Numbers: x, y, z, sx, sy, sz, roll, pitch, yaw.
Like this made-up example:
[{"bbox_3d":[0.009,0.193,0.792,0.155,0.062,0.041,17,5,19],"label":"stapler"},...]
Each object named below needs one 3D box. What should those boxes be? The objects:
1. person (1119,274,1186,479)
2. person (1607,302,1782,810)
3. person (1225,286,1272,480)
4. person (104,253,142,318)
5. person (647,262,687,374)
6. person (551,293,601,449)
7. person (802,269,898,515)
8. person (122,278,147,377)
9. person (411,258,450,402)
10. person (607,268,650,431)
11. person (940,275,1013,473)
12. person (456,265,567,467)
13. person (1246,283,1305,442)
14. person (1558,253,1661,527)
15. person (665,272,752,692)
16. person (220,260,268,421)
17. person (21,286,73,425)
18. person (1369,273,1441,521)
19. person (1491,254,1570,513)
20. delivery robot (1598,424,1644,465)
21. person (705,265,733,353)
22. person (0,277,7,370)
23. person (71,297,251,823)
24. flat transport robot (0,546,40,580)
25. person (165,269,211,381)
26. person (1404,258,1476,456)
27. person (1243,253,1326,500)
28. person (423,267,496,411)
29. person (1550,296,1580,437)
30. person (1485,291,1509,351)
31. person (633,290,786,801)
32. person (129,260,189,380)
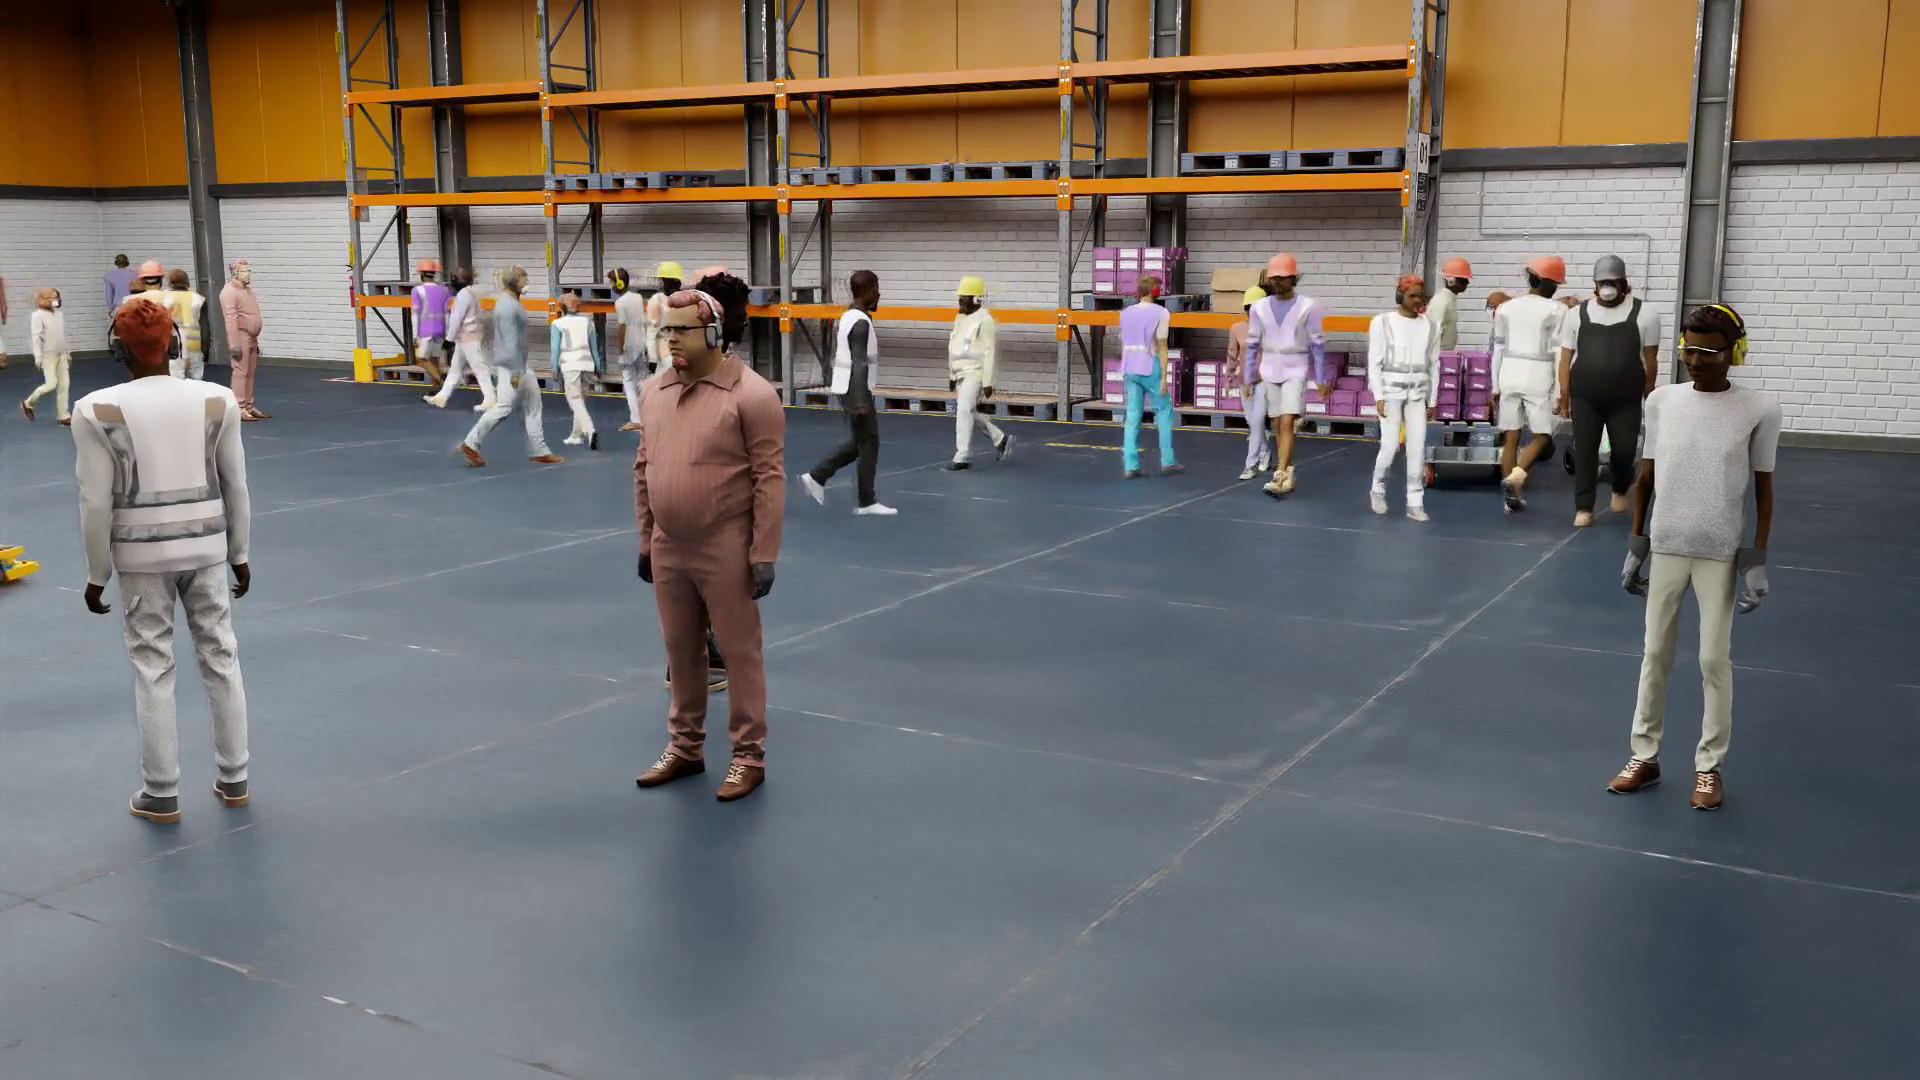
[{"bbox_3d":[1.731,-1.469,14.938,0.806,1.809,0.580,-10,14,-43],"label":"person"},{"bbox_3d":[2.721,0.062,6.149,0.520,1.865,0.328,8,13,39],"label":"person"},{"bbox_3d":[2.700,-1.436,15.021,0.532,1.727,0.871,6,12,31],"label":"person"},{"bbox_3d":[-14.886,-4.133,29.683,0.627,1.941,0.371,-5,11,-26],"label":"person"},{"bbox_3d":[-2.981,-1.964,17.520,0.757,1.901,0.604,3,10,17],"label":"person"},{"bbox_3d":[-3.905,-1.739,17.096,0.777,1.601,0.556,9,14,43],"label":"person"},{"bbox_3d":[-0.840,-1.121,12.755,0.632,1.899,0.593,-1,10,-8],"label":"person"},{"bbox_3d":[-12.482,-3.196,25.348,0.521,1.582,0.874,-8,13,-38],"label":"person"},{"bbox_3d":[-6.899,-2.730,21.800,0.651,1.919,0.552,8,13,38],"label":"person"},{"bbox_3d":[-3.571,-2.107,18.505,0.600,1.834,0.608,4,11,19],"label":"person"},{"bbox_3d":[0.164,-1.529,15.331,0.746,1.805,0.589,-4,11,-23],"label":"person"},{"bbox_3d":[-4.251,-1.620,15.576,0.954,1.909,0.642,-2,10,-9],"label":"person"},{"bbox_3d":[3.324,-1.848,17.444,0.527,1.683,0.552,2,10,12],"label":"person"},{"bbox_3d":[4.760,-1.109,12.275,0.694,2.000,0.599,5,11,26],"label":"person"},{"bbox_3d":[-1.159,-0.274,7.819,0.402,1.953,0.617,2,10,11],"label":"person"},{"bbox_3d":[-8.517,-2.368,19.799,0.402,1.903,0.695,-1,10,-5],"label":"person"},{"bbox_3d":[-10.505,-2.108,19.148,0.567,1.614,0.501,2,10,9],"label":"person"},{"bbox_3d":[3.363,-1.083,12.649,0.591,1.874,0.450,-1,10,-8],"label":"person"},{"bbox_3d":[4.307,-1.169,12.697,0.638,2.013,0.621,9,13,40],"label":"person"},{"bbox_3d":[5.790,-0.868,14.847,0.477,0.478,0.707,-1,10,-6],"label":"delivery robot"},{"bbox_3d":[-2.281,-1.534,15.080,0.861,1.909,0.552,-2,10,-12],"label":"person"},{"bbox_3d":[-15.927,-3.710,27.176,0.550,1.975,0.627,9,14,43],"label":"person"},{"bbox_3d":[-2.851,0.076,6.000,0.573,1.887,0.354,-9,13,-40],"label":"person"},{"bbox_3d":[-6.173,0.219,9.761,0.652,0.197,1.431,1,10,6],"label":"flat transport robot"},{"bbox_3d":[-9.097,-2.256,19.455,0.633,1.791,0.958,-4,11,-22],"label":"person"},{"bbox_3d":[4.666,-1.734,16.103,0.684,1.949,0.614,4,11,20],"label":"person"},{"bbox_3d":[2.609,-1.330,13.637,0.640,1.997,0.992,6,12,32],"label":"person"},{"bbox_3d":[-6.308,-2.510,20.880,0.969,1.792,0.637,-2,10,-11],"label":"person"},{"bbox_3d":[5.893,-1.568,16.152,0.876,1.589,0.537,1,10,7],"label":"person"},{"bbox_3d":[5.467,-1.689,16.747,0.390,1.625,0.611,5,11,27],"label":"person"},{"bbox_3d":[-0.969,0.024,6.240,0.645,1.907,0.400,6,11,29],"label":"person"},{"bbox_3d":[-8.495,-1.997,17.645,0.563,1.918,0.466,-1,10,-6],"label":"person"}]
